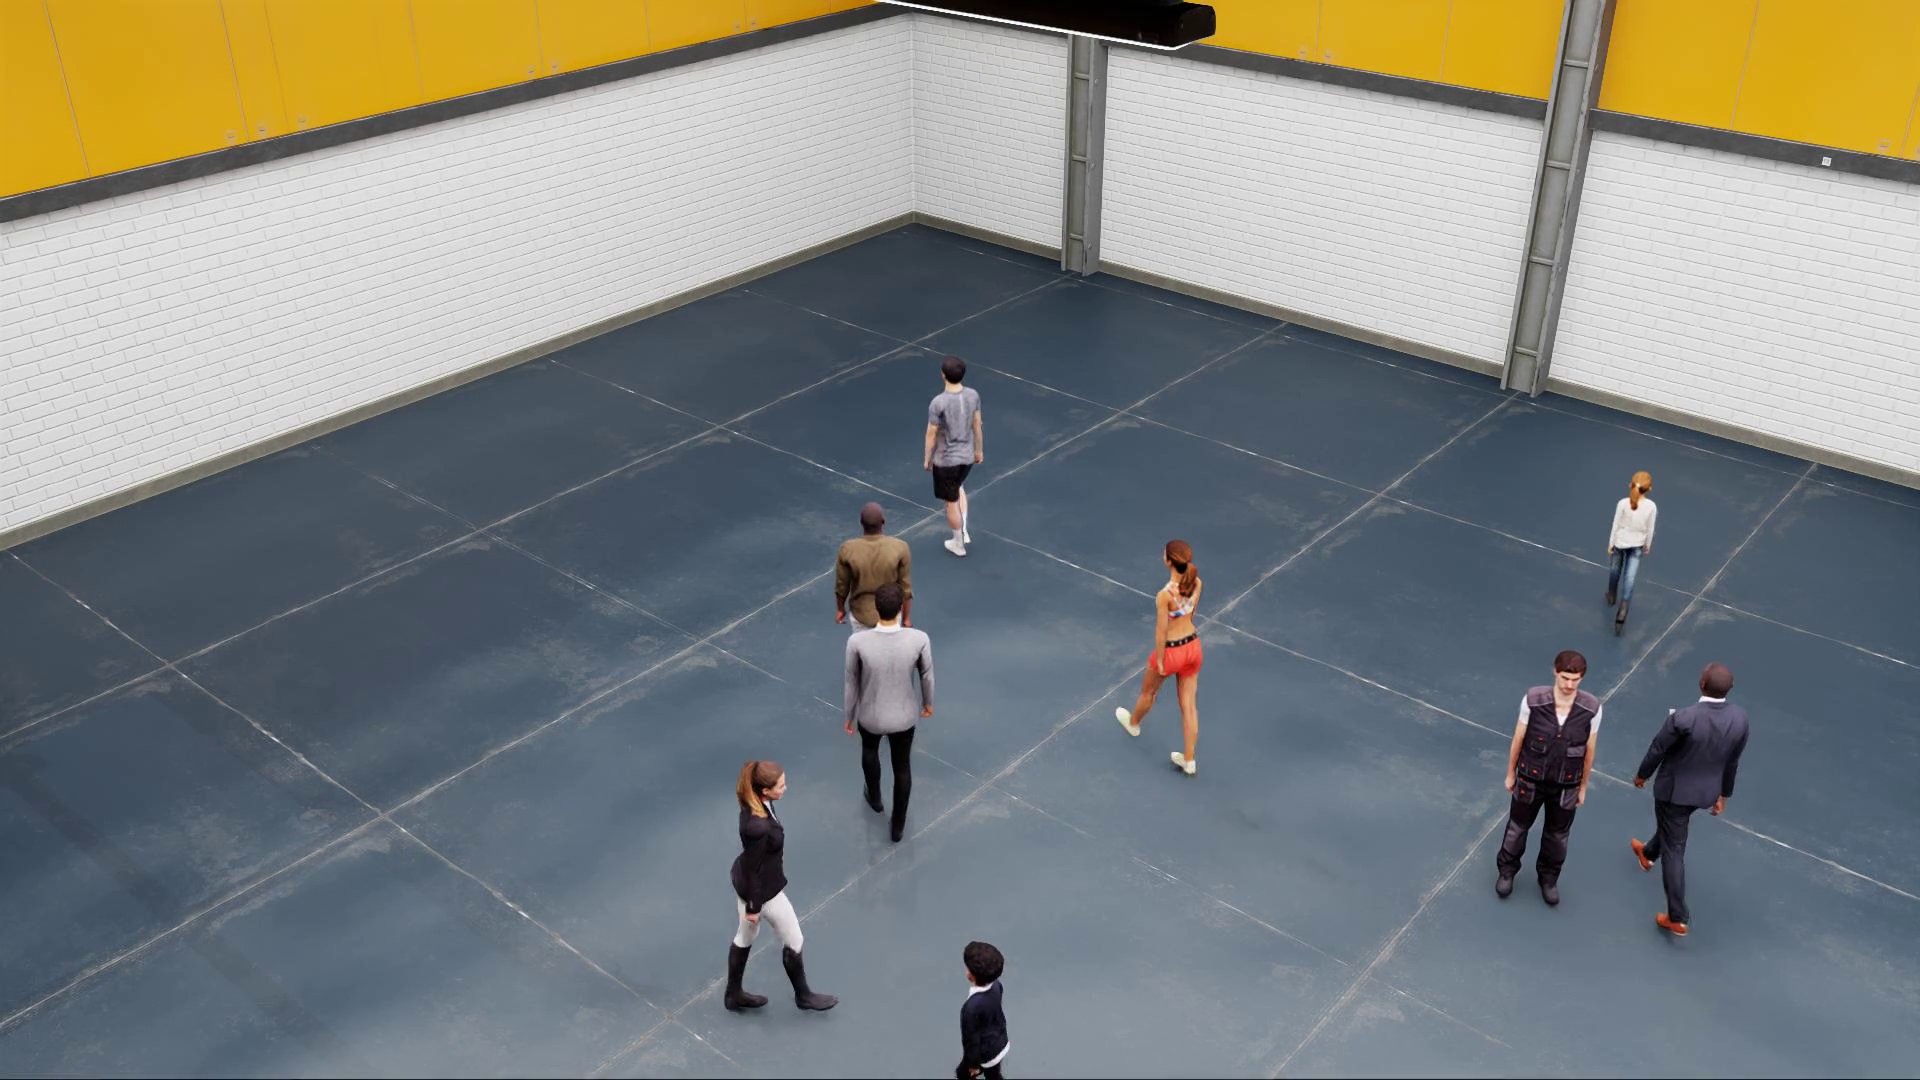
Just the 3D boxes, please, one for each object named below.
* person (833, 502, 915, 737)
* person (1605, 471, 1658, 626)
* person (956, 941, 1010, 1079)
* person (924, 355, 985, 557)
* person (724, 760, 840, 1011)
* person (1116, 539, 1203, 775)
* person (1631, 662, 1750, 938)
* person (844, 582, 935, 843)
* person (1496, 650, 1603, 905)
[{"bbox_3d":[-0.620,0.607,12.154,1.185,1.789,1.263,-3,29,-5],"label":"person"},{"bbox_3d":[5.486,0.084,13.631,0.920,1.291,0.789,8,30,15],"label":"person"},{"bbox_3d":[0.179,2.697,8.921,0.520,1.213,0.548,18,33,30],"label":"person"},{"bbox_3d":[0.002,-0.685,14.447,0.769,1.860,0.773,-17,33,-29],"label":"person"},{"bbox_3d":[-1.248,2.034,9.620,0.985,1.710,0.949,-2,29,-4],"label":"person"},{"bbox_3d":[1.588,0.859,11.727,0.823,1.754,1.126,-15,32,-26],"label":"person"},{"bbox_3d":[4.524,1.613,10.308,1.179,1.790,1.274,-4,29,-7],"label":"person"},{"bbox_3d":[-0.468,1.190,10.968,1.023,1.901,1.084,-3,29,-6],"label":"person"},{"bbox_3d":[3.718,1.476,10.500,0.660,1.846,0.788,8,30,14],"label":"person"}]
